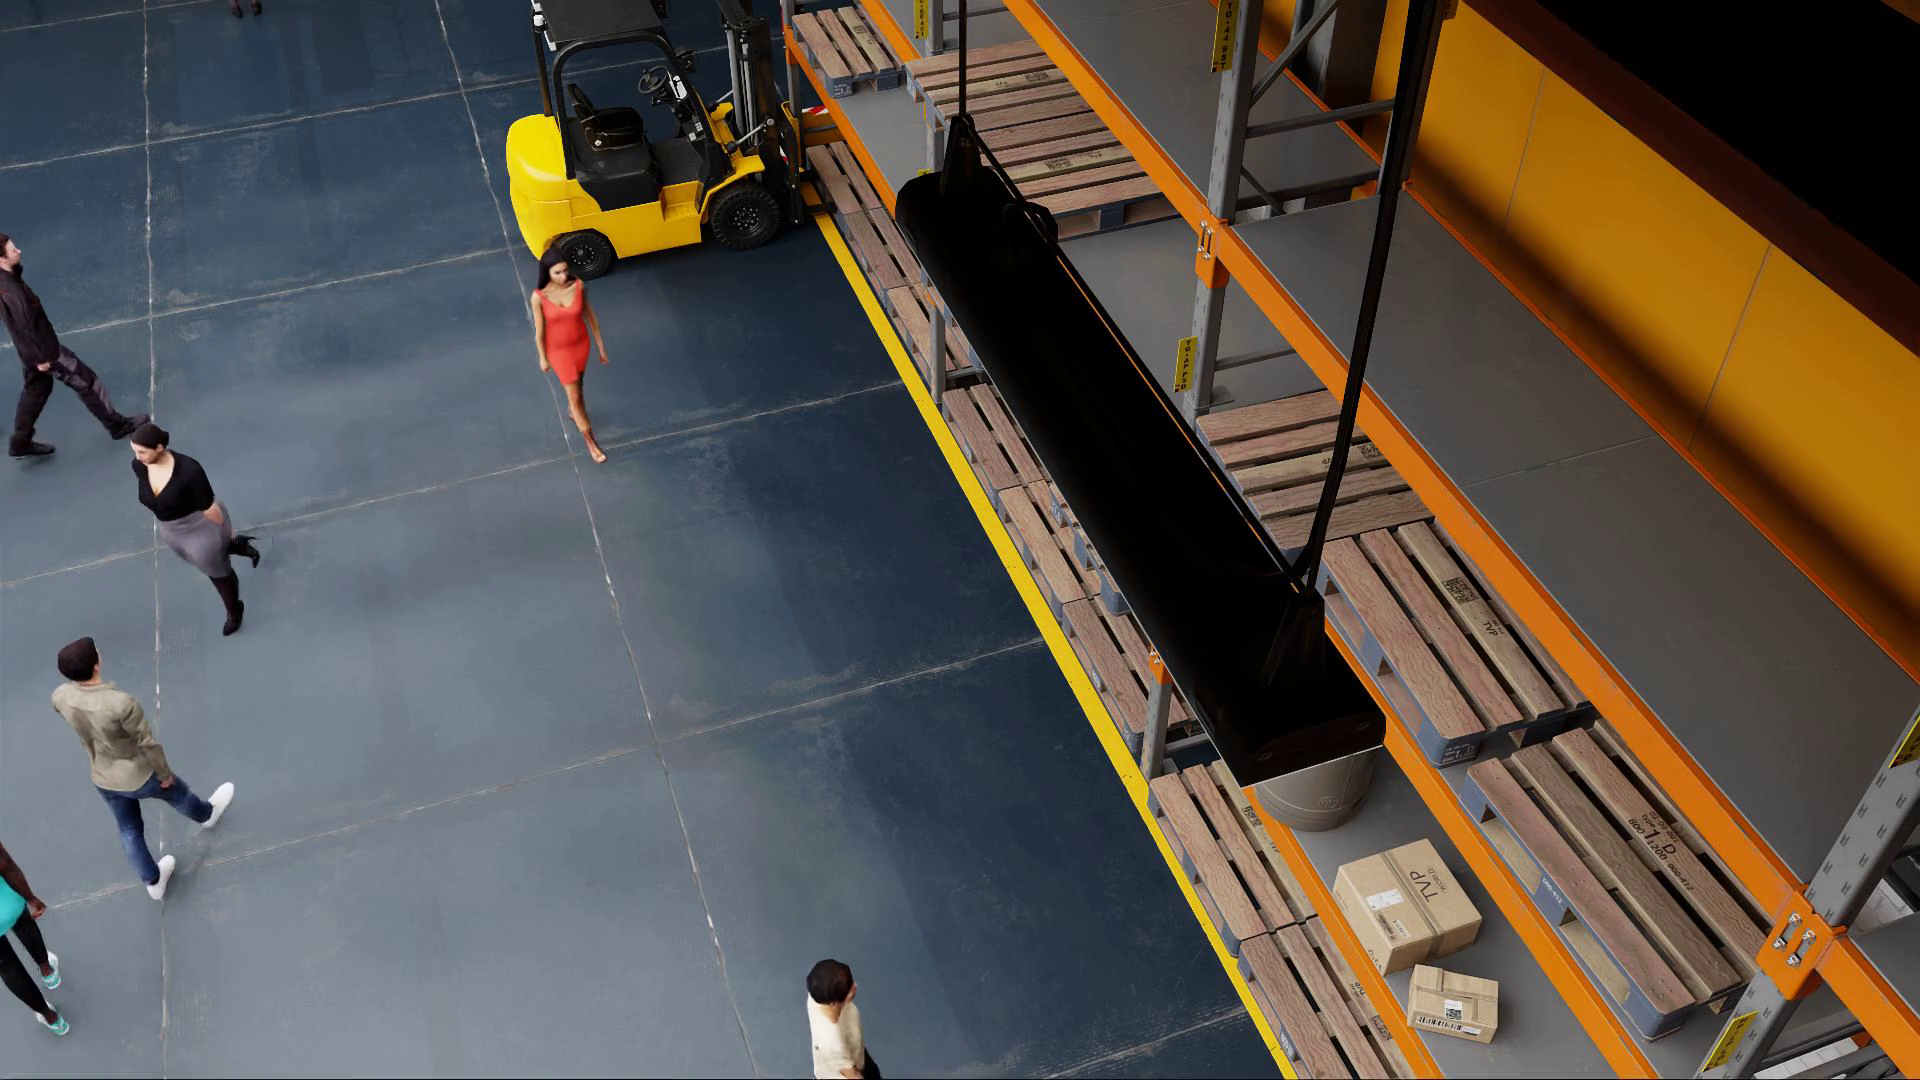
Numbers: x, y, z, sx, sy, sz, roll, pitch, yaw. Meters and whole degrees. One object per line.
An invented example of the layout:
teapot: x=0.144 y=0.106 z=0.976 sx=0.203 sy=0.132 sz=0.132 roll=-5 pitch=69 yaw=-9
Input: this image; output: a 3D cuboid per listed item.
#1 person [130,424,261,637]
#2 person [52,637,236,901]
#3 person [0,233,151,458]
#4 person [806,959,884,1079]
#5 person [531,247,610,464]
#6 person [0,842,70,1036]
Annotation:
person: x=-4.966 y=-0.147 z=10.915 sx=0.975 sy=1.734 sz=1.083 roll=8 pitch=44 yaw=8
person: x=-4.684 y=1.352 z=9.271 sx=1.018 sy=1.831 sz=1.177 roll=2 pitch=44 yaw=2
person: x=-6.766 y=-1.358 z=12.085 sx=1.253 sy=1.874 sz=1.119 roll=33 pitch=52 yaw=29
person: x=-0.664 y=2.604 z=8.160 sx=0.797 sy=1.551 sz=0.960 roll=-5 pitch=44 yaw=-6
person: x=-2.937 y=-1.454 z=12.324 sx=0.807 sy=1.683 sz=1.073 roll=-28 pitch=50 yaw=-26
person: x=-4.986 y=2.004 z=8.610 sx=0.799 sy=1.799 sz=0.907 roll=-34 pitch=53 yaw=-31
